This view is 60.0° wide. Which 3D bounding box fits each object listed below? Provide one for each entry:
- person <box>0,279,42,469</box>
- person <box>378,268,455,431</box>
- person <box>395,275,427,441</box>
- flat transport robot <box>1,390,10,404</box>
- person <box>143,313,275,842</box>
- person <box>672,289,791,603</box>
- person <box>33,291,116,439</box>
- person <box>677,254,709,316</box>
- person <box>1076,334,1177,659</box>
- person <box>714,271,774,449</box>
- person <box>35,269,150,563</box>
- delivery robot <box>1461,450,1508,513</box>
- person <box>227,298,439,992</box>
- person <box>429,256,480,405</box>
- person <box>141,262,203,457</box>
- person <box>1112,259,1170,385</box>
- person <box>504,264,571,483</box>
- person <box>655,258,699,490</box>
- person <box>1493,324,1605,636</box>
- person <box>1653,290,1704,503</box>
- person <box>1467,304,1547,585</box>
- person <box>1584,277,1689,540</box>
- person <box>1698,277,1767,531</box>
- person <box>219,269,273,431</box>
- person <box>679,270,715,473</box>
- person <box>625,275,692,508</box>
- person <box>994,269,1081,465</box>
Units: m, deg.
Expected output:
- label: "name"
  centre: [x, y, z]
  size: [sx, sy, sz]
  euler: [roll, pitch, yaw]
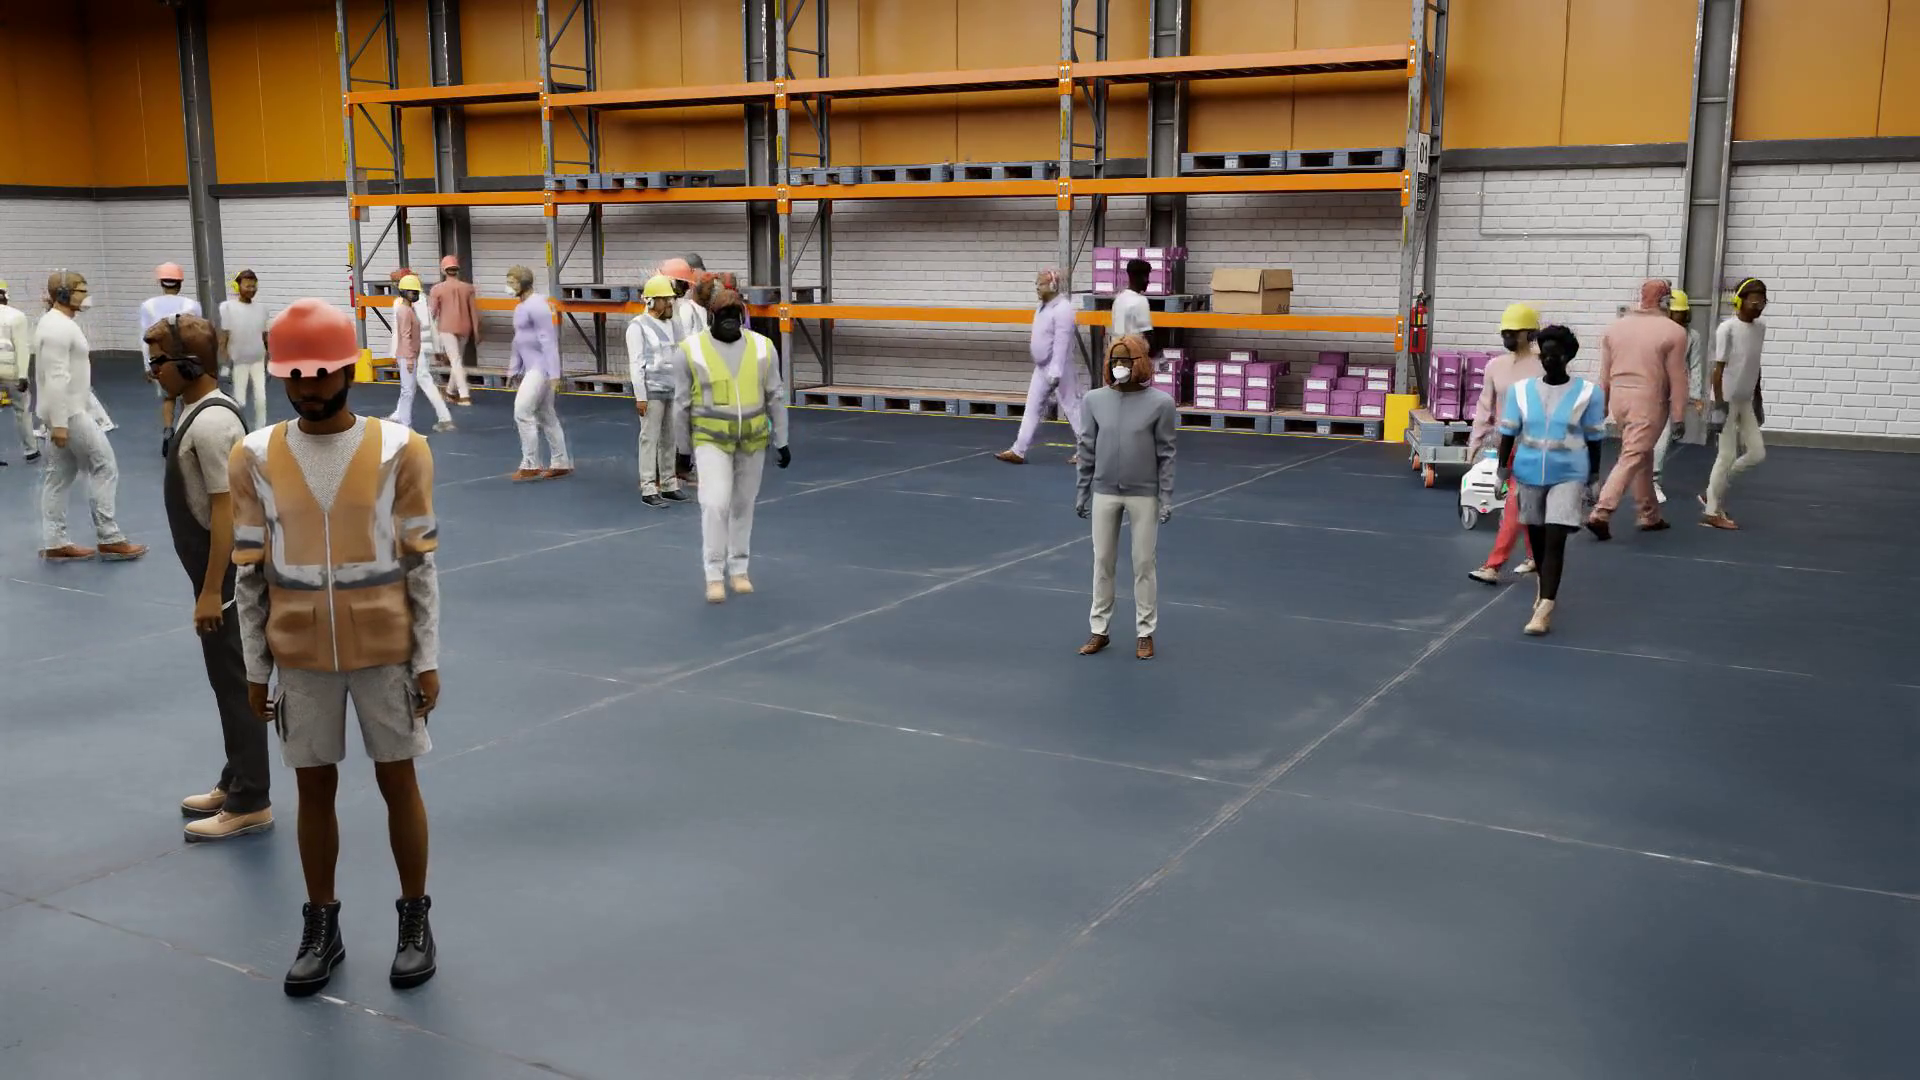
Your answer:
- label: "person"
  centre: [-8.966, -1.566, 15.579]
  size: [0.616, 1.778, 0.872]
  euler: [-1, 10, -3]
- label: "person"
  centre: [-6.109, -2.121, 18.604]
  size: [0.993, 1.829, 0.620]
  euler: [2, 10, 12]
- label: "person"
  centre: [-5.821, -1.921, 17.655]
  size: [0.321, 1.765, 0.533]
  euler: [-3, 10, -15]
- label: "flat transport robot"
  centre: [-12.828, -1.926, 21.903]
  size: [0.652, 0.197, 1.431]
  euler: [-7, 12, -34]
- label: "person"
  centre: [-2.617, 0.131, 5.827]
  size: [0.344, 1.839, 0.504]
  euler: [-4, 11, -23]
- label: "person"
  centre: [-1.313, -0.546, 9.728]
  size: [0.649, 1.820, 0.680]
  euler: [-5, 11, -24]
- label: "person"
  centre: [-9.627, -1.885, 17.957]
  size: [0.871, 1.603, 0.551]
  euler: [-5, 11, -26]
- label: "person"
  centre: [-3.462, -2.738, 21.499]
  size: [0.979, 2.000, 0.740]
  euler: [3, 10, 14]
- label: "person"
  centre: [0.829, -0.216, 8.370]
  size: [0.507, 1.632, 0.274]
  euler: [3, 11, 19]
- label: "person"
  centre: [-2.225, -1.758, 16.581]
  size: [0.717, 1.822, 0.572]
  euler: [-1, 10, -8]
- label: "person"
  centre: [-5.688, -0.803, 10.886]
  size: [0.768, 1.913, 0.662]
  euler: [-5, 11, -27]
- label: "delivery robot"
  centre: [3.935, -0.423, 12.328]
  size: [0.477, 0.478, 0.707]
  euler: [5, 11, 24]
- label: "person"
  centre: [-1.708, 0.306, 4.584]
  size: [0.539, 1.929, 0.382]
  euler: [-2, 10, -11]
- label: "person"
  centre: [-6.682, -2.751, 21.860]
  size: [0.641, 1.939, 1.017]
  euler: [-9, 13, -41]
- label: "person"
  centre: [-7.557, -1.711, 16.031]
  size: [0.562, 1.919, 0.482]
  euler: [-2, 10, -11]
- label: "person"
  centre: [1.775, -1.831, 16.643]
  size: [0.640, 1.931, 0.624]
  euler: [-3, 10, -15]
- label: "person"
  centre: [-3.772, -1.441, 14.534]
  size: [0.776, 1.906, 0.700]
  euler: [-5, 11, -27]
- label: "person"
  centre: [-2.398, -1.382, 14.024]
  size: [0.648, 1.962, 0.656]
  euler: [0, 10, -1]
- label: "person"
  centre: [3.229, -0.356, 9.107]
  size: [0.543, 1.654, 0.880]
  euler: [7, 12, 34]
- label: "person"
  centre: [5.748, -1.158, 13.457]
  size: [0.487, 1.715, 0.583]
  euler: [-2, 10, -13]
- label: "person"
  centre: [3.431, -0.595, 10.289]
  size: [0.921, 1.713, 0.543]
  euler: [-7, 12, -33]
- label: "person"
  centre: [4.805, -0.931, 11.820]
  size: [1.010, 1.860, 0.658]
  euler: [-5, 11, -28]
- label: "person"
  centre: [5.667, -0.982, 12.118]
  size: [0.590, 1.840, 0.404]
  euler: [-6, 12, -32]
- label: "person"
  centre: [-7.059, -1.739, 16.379]
  size: [0.538, 1.849, 0.619]
  euler: [-10, 14, -44]
- label: "person"
  centre: [-2.287, -1.507, 15.073]
  size: [0.942, 1.843, 0.593]
  euler: [1, 10, 4]
- label: "person"
  centre: [-2.381, -1.181, 13.262]
  size: [0.404, 1.836, 0.590]
  euler: [5, 11, 28]
- label: "person"
  centre: [0.856, -1.621, 15.709]
  size: [1.006, 1.850, 0.661]
  euler: [-4, 11, -22]
